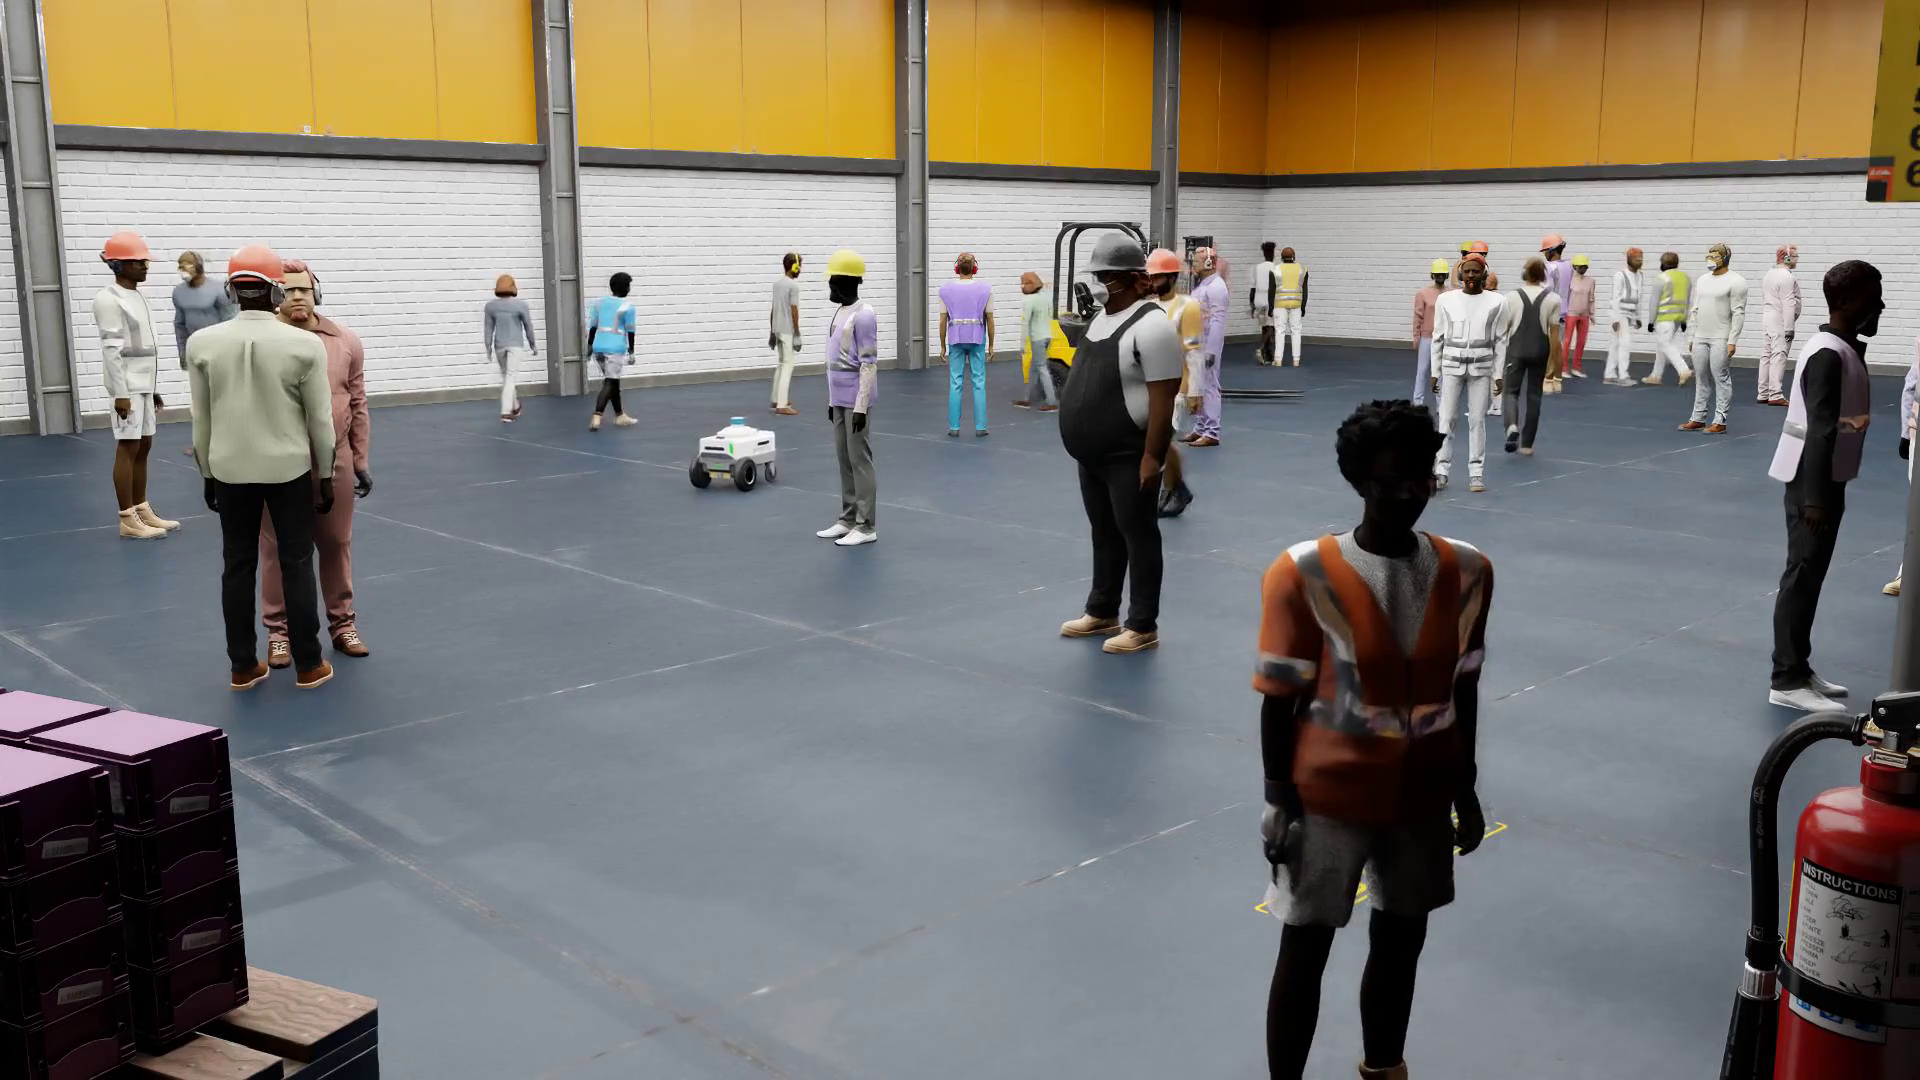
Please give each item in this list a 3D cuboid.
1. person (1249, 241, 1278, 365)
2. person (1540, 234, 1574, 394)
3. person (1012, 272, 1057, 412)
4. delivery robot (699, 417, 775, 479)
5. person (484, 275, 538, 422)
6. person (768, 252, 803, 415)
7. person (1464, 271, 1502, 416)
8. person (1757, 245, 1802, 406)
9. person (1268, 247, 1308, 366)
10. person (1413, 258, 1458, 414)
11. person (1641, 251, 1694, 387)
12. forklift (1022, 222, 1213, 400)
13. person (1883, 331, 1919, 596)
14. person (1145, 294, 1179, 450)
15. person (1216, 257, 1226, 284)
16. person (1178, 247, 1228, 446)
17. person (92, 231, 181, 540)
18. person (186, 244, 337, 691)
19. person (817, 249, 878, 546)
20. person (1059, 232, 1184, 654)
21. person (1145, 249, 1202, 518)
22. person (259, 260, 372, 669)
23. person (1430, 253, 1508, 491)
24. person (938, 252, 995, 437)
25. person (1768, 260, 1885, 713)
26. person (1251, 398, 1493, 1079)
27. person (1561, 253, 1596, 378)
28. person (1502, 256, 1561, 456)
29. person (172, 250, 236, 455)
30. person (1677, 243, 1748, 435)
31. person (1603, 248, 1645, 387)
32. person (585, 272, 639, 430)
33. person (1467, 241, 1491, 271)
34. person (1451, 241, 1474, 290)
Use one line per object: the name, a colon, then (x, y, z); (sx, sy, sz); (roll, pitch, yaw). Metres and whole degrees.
person: (4.817, -3.706, 26.046); (0.622, 1.931, 0.845); (7, 13, 34)
person: (7.541, -2.875, 21.236); (0.606, 2.037, 0.382); (-10, 14, -42)
person: (0.829, -2.285, 19.194); (0.759, 1.593, 0.517); (7, 12, 34)
delivery robot: (-1.792, -0.749, 13.425); (0.477, 0.478, 0.707); (5, 11, 24)
person: (-4.941, -2.109, 18.291); (0.504, 1.587, 0.868); (2, 11, 9)
person: (-1.994, -2.351, 18.937); (0.461, 1.840, 0.634); (-7, 12, -33)
person: (5.872, -2.180, 18.564); (0.513, 1.631, 0.321); (-6, 12, -31)
person: (9.783, -2.548, 19.809); (0.408, 1.908, 0.642); (0, 10, 3)
person: (5.070, -3.615, 25.809); (0.624, 1.841, 0.430); (-1, 10, -3)
person: (5.346, -2.266, 18.652); (0.533, 1.767, 0.326); (0, 10, 1)
person: (9.578, -2.969, 22.374); (0.627, 1.810, 0.862); (-6, 12, -28)
forklift: (1.935, -2.847, 20.651); (2.313, 2.155, 1.214); (2, 11, 13)
person: (5.488, -0.563, 9.172); (0.429, 1.840, 0.624); (-7, 13, -34)
person: (1.756, -1.630, 15.594); (0.566, 1.618, 0.504); (-1, 10, -6)
person: (4.372, -4.281, 29.375); (0.731, 1.877, 0.420); (-5, 12, -27)
person: (2.343, -1.858, 16.045); (0.409, 1.909, 0.639); (-1, 10, -8)
person: (-5.510, -1.028, 11.137); (0.379, 2.045, 0.605); (-1, 10, -6)
person: (-3.088, -0.313, 7.420); (0.608, 1.987, 0.406); (-2, 11, -9)
person: (-0.728, -0.930, 10.919); (0.360, 1.930, 0.587); (-5, 11, -24)
person: (0.746, -0.472, 8.117); (0.536, 2.000, 0.683); (-5, 11, -25)
person: (1.449, -1.095, 11.826); (0.417, 1.921, 0.577); (-7, 13, -35)
person: (-3.100, -0.361, 7.878); (0.641, 1.909, 0.409); (-7, 13, -34)
person: (4.023, -1.324, 13.198); (0.573, 1.883, 0.356); (3, 11, 17)
person: (0.066, -1.952, 16.709); (0.565, 1.850, 0.390); (0, 10, 1)
person: (3.701, -0.233, 7.153); (0.398, 1.918, 0.590); (6, 12, 32)
person: (0.867, 0.543, 3.523); (0.540, 1.695, 0.318); (-2, 11, -13)
person: (8.785, -3.182, 23.647); (0.531, 1.767, 0.327); (-2, 11, -11)
person: (5.178, -1.656, 15.146); (0.506, 1.835, 0.506); (3, 11, 18)
person: (-7.014, -1.774, 15.664); (0.670, 1.894, 0.966); (3, 11, 18)
person: (7.698, -2.046, 16.981); (0.373, 1.940, 0.628); (-4, 11, -21)
person: (8.973, -2.988, 22.364); (0.583, 1.855, 0.653); (-9, 14, -40)
person: (-3.675, -1.975, 17.388); (0.527, 1.644, 0.732); (8, 13, 36)
person: (7.626, -3.433, 24.539); (0.361, 1.939, 0.543); (5, 12, 26)
person: (8.388, -4.007, 27.708); (0.381, 1.923, 0.592); (-2, 11, -9)
